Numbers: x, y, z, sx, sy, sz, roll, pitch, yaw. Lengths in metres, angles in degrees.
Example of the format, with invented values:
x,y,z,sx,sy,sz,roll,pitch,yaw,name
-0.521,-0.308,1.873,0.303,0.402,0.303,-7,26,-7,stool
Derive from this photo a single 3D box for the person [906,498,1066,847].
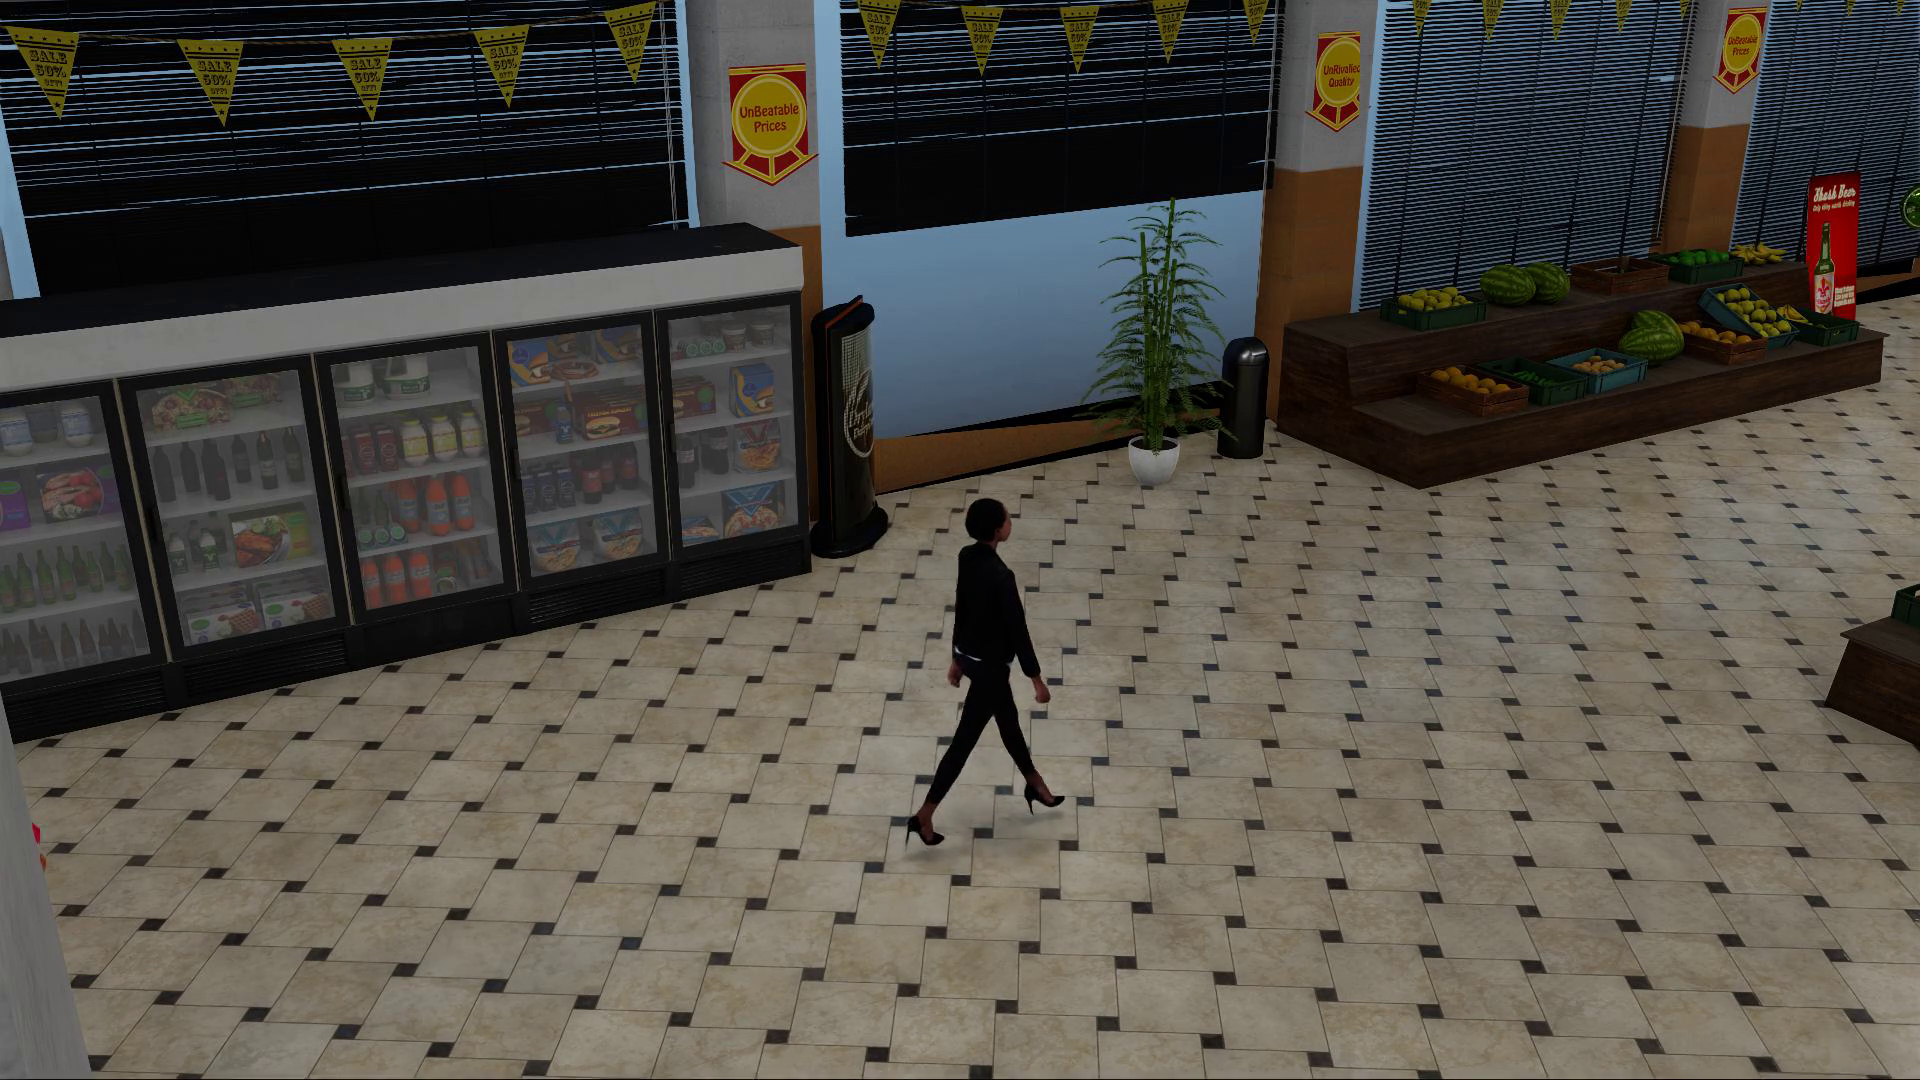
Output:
x,y,z,sx,sy,sz,roll,pitch,yaw,name
0.047,0.708,8.040,1.150,1.778,0.668,-10,24,-24,person
